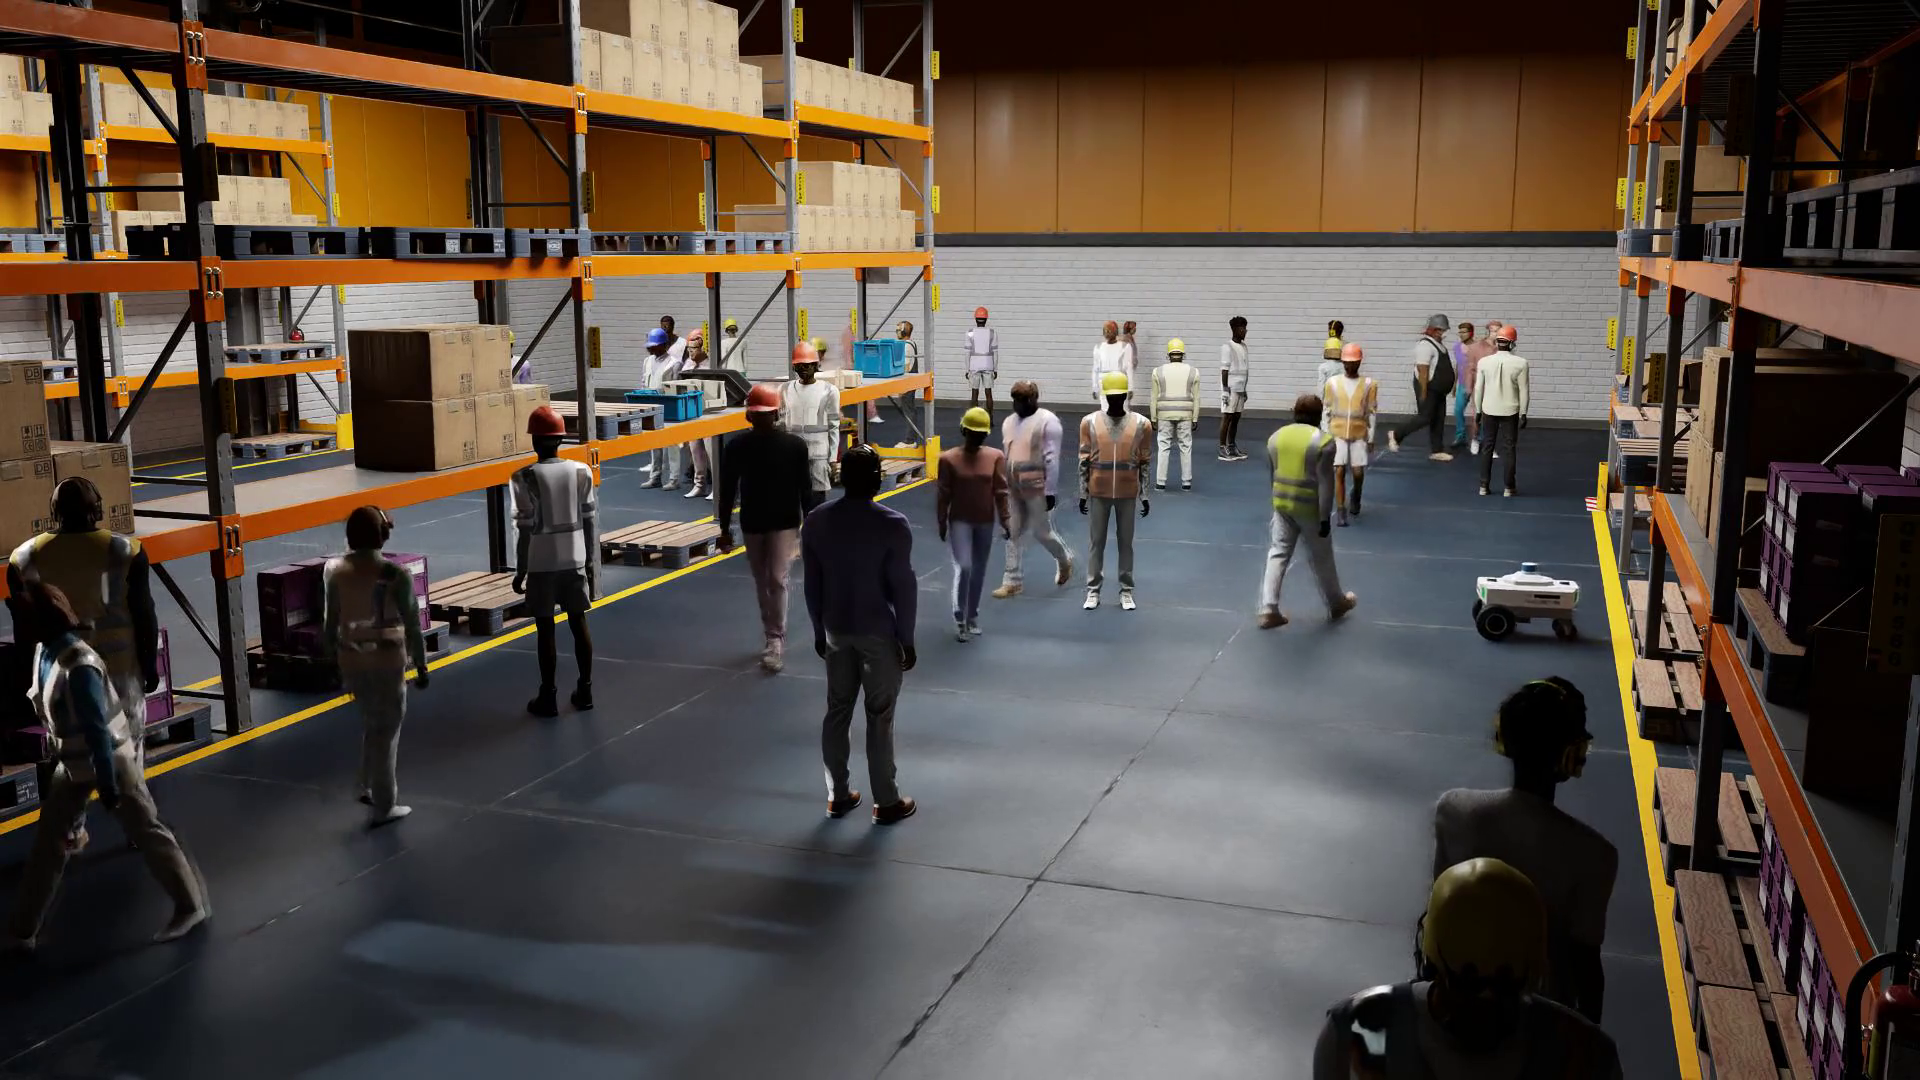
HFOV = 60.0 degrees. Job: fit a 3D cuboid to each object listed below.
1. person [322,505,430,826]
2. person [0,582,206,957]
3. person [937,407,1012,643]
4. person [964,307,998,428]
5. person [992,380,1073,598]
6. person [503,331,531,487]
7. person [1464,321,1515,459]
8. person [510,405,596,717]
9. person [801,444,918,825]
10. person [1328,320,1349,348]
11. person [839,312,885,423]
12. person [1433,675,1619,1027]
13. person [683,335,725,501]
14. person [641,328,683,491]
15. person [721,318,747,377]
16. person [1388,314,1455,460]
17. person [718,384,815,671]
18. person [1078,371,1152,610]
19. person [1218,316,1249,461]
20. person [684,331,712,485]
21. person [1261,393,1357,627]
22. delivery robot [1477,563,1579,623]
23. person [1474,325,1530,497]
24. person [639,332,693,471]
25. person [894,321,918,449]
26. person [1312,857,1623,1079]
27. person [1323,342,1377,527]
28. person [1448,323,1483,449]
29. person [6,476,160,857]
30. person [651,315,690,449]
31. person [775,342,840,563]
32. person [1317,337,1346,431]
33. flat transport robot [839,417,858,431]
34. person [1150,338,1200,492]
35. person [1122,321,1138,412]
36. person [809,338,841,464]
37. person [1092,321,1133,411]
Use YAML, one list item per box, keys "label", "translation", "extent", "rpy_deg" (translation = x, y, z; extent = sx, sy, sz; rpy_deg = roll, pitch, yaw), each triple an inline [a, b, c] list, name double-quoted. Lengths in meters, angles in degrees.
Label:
- label: "person"
  translation: [-2.945, 0.629, 8.437]
  extent: [0.549, 1.618, 0.429]
  rpy_deg: [3, 11, 17]
- label: "person"
  translation: [-3.628, 0.943, 6.821]
  extent: [0.524, 1.562, 0.934]
  rpy_deg: [9, 14, 42]
- label: "person"
  translation: [0.118, -0.112, 12.323]
  extent: [0.520, 1.735, 0.648]
  rpy_deg: [-3, 11, -18]
- label: "person"
  translation: [0.339, -2.762, 26.666]
  extent: [0.545, 1.938, 0.361]
  rpy_deg: [-1, 10, -4]
- label: "person"
  translation: [0.611, -0.437, 13.913]
  extent: [0.634, 1.819, 0.759]
  rpy_deg: [9, 13, 41]
- label: "person"
  translation: [-5.421, -1.568, 19.968]
  extent: [0.585, 1.928, 0.370]
  rpy_deg: [3, 11, 17]
- label: "person"
  translation: [7.266, -2.051, 22.776]
  extent: [0.674, 1.891, 0.425]
  rpy_deg: [0, 10, 0]
- label: "person"
  translation: [-2.536, 0.132, 10.363]
  extent: [0.542, 1.939, 0.362]
  rpy_deg: [-7, 12, -36]
- label: "person"
  translation: [-0.494, 0.477, 8.425]
  extent: [0.630, 1.940, 0.372]
  rpy_deg: [5, 11, 25]
- label: "person"
  translation: [5.479, -2.234, 23.932]
  extent: [0.523, 1.854, 0.627]
  rpy_deg: [-9, 13, -40]
- label: "person"
  translation: [-1.688, -2.863, 27.415]
  extent: [0.910, 1.874, 0.645]
  rpy_deg: [10, 14, 43]
- label: "person"
  translation: [1.392, 1.259, 4.245]
  extent: [0.340, 1.865, 0.531]
  rpy_deg: [-9, 13, -41]
- label: "person"
  translation: [-2.980, -1.405, 19.148]
  extent: [0.646, 1.900, 0.403]
  rpy_deg: [7, 12, 35]
- label: "person"
  translation: [-3.571, -1.562, 19.889]
  extent: [0.602, 1.943, 0.393]
  rpy_deg: [6, 12, 30]
- label: "person"
  translation: [-3.613, -2.645, 26.498]
  extent: [0.525, 1.765, 0.329]
  rpy_deg: [-9, 13, -41]
- label: "person"
  translation: [6.335, -2.106, 22.681]
  extent: [0.796, 2.000, 0.686]
  rpy_deg: [7, 12, 34]
- label: "person"
  translation: [-1.372, -0.079, 11.463]
  extent: [0.652, 1.960, 0.911]
  rpy_deg: [2, 10, 11]
- label: "person"
  translation: [1.239, -0.393, 13.351]
  extent: [0.585, 1.928, 0.368]
  rpy_deg: [1, 10, 4]
- label: "person"
  translation: [3.750, -2.066, 22.684]
  extent: [0.362, 1.957, 0.614]
  rpy_deg: [7, 12, 36]
- label: "person"
  translation: [-3.158, -1.602, 20.263]
  extent: [0.528, 1.895, 0.613]
  rpy_deg: [2, 10, 10]
- label: "person"
  translation: [2.681, -0.236, 12.869]
  extent: [0.978, 1.784, 0.639]
  rpy_deg: [-9, 13, -41]
- label: "delivery robot"
  translation: [4.236, 0.413, 12.415]
  extent: [0.707, 0.478, 0.477]
  rpy_deg: [2, 10, 13]
- label: "person"
  translation: [6.322, -1.502, 19.405]
  extent: [0.622, 1.995, 0.379]
  rpy_deg: [6, 12, 30]
- label: "person"
  translation: [-3.770, -1.825, 21.731]
  extent: [0.927, 1.831, 0.537]
  rpy_deg: [-6, 12, -31]
- label: "person"
  translation: [-0.769, -2.214, 23.836]
  extent: [0.343, 1.847, 0.506]
  rpy_deg: [2, 10, 11]
- label: "person"
  translation: [0.937, 1.468, 3.161]
  extent: [0.586, 1.826, 0.403]
  rpy_deg: [1, 10, 8]
- label: "person"
  translation: [4.078, -1.115, 17.431]
  extent: [0.546, 1.924, 0.568]
  rpy_deg: [3, 10, 14]
- label: "person"
  translation: [7.328, -2.210, 23.892]
  extent: [0.441, 1.823, 0.566]
  rpy_deg: [-7, 12, -35]
- label: "person"
  translation: [-4.170, 0.609, 7.983]
  extent: [0.626, 1.836, 0.428]
  rpy_deg: [-2, 10, -11]
- label: "person"
  translation: [-4.167, -2.270, 23.951]
  extent: [0.590, 1.919, 0.393]
  rpy_deg: [2, 10, 9]
- label: "person"
  translation: [-1.402, -0.790, 15.263]
  extent: [0.607, 2.044, 0.372]
  rpy_deg: [1, 10, 8]
- label: "person"
  translation: [4.801, -1.736, 21.435]
  extent: [0.486, 1.744, 0.296]
  rpy_deg: [-4, 11, -20]
- label: "flat transport robot"
  translation: [-2.209, -1.764, 25.734]
  extent: [0.652, 0.197, 1.431]
  rpy_deg: [8, 13, 38]
- label: "person"
  translation: [2.551, -1.475, 19.754]
  extent: [0.589, 1.823, 0.404]
  rpy_deg: [0, 10, 3]
- label: "person"
  translation: [2.869, -2.902, 28.291]
  extent: [0.306, 1.639, 0.523]
  rpy_deg: [2, 10, 12]
- label: "person"
  translation: [-1.816, -1.718, 21.368]
  extent: [0.537, 1.725, 0.871]
  rpy_deg: [6, 12, 30]
- label: "person"
  translation: [2.127, -2.149, 23.407]
  extent: [0.604, 1.864, 0.422]
  rpy_deg: [4, 11, 23]
